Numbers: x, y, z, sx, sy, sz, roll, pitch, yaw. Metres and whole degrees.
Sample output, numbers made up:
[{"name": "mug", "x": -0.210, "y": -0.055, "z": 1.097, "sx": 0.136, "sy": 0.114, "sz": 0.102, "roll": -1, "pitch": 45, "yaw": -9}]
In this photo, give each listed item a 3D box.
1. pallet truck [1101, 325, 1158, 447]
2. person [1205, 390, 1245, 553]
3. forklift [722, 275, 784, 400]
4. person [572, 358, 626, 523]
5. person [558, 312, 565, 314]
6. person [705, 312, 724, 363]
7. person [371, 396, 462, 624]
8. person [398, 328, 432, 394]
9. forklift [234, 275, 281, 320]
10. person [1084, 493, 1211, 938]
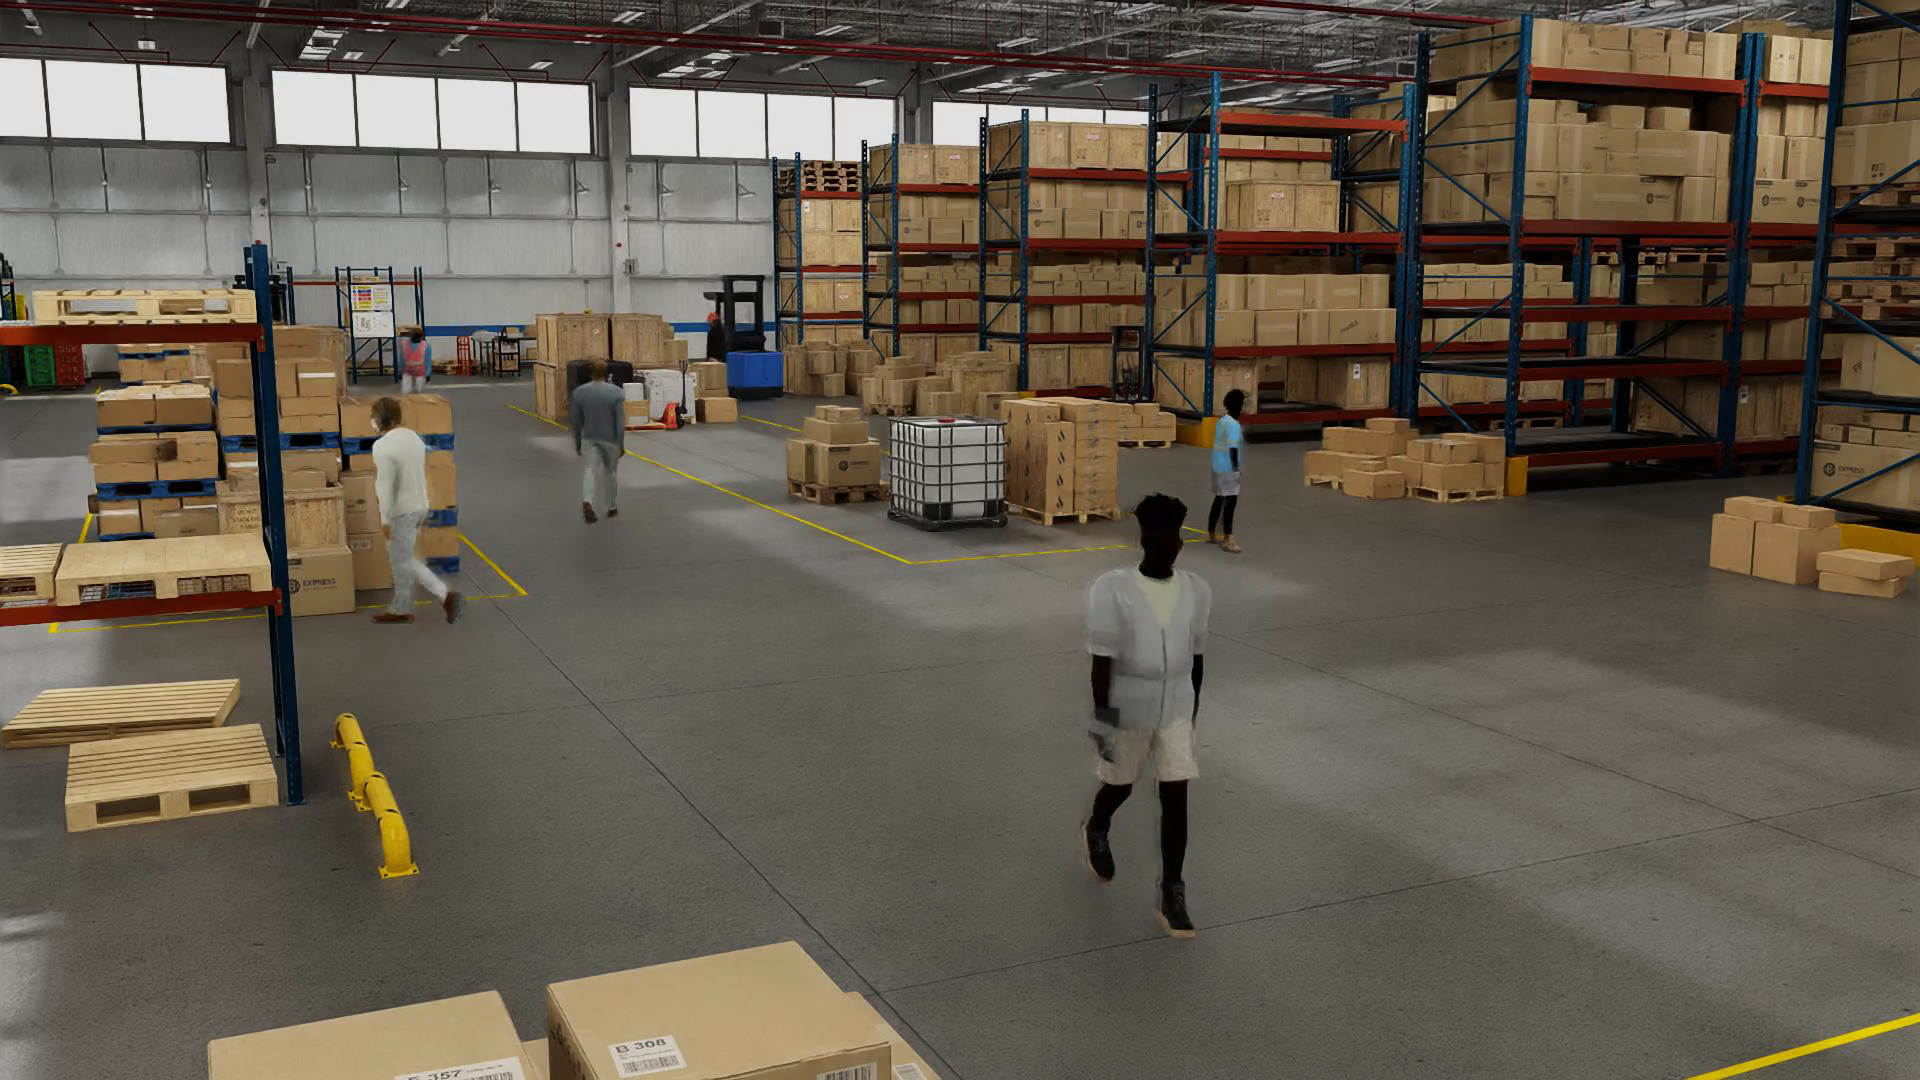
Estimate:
[{"name": "pallet truck", "x": 2.881, "y": -2.596, "z": 27.923, "sx": 0.823, "sy": 1.965, "sz": 1.885, "roll": -1, "pitch": 9, "yaw": -7}, {"name": "person", "x": 2.797, "y": -0.725, "z": 17.352, "sx": 0.341, "sy": 1.672, "sz": 0.781, "roll": -1, "pitch": 9, "yaw": -9}, {"name": "forklift", "x": -4.898, "y": -4.641, "z": 37.878, "sx": 1.129, "sy": 2.768, "sz": 1.873, "roll": -6, "pitch": 11, "yaw": -34}, {"name": "person", "x": -4.197, "y": -1.162, "z": 19.318, "sx": 0.641, "sy": 1.910, "sz": 0.917, "roll": 0, "pitch": 9, "yaw": 2}, {"name": "person", "x": -9.633, "y": -4.545, "z": 40.240, "sx": 0.392, "sy": 1.929, "sz": 0.542, "roll": -1, "pitch": 9, "yaw": -5}, {"name": "person", "x": -5.526, "y": -4.120, "z": 37.411, "sx": 0.390, "sy": 1.992, "sz": 0.619, "roll": 3, "pitch": 10, "yaw": 21}, {"name": "person", "x": -4.427, "y": -0.216, "z": 13.473, "sx": 0.814, "sy": 1.907, "sz": 0.663, "roll": 2, "pitch": 9, "yaw": 11}, {"name": "person", "x": -10.691, "y": -3.258, "z": 32.634, "sx": 0.665, "sy": 1.808, "sz": 0.589, "roll": -2, "pitch": 9, "yaw": -10}, {"name": "forklift", "x": -15.659, "y": -4.541, "z": 37.262, "sx": 1.129, "sy": 2.768, "sz": 1.873, "roll": -4, "pitch": 10, "yaw": -25}, {"name": "person", "x": 0.824, "y": 0.730, "z": 7.499, "sx": 0.604, "sy": 1.941, "sz": 0.904, "roll": -2, "pitch": 9, "yaw": -15}]
